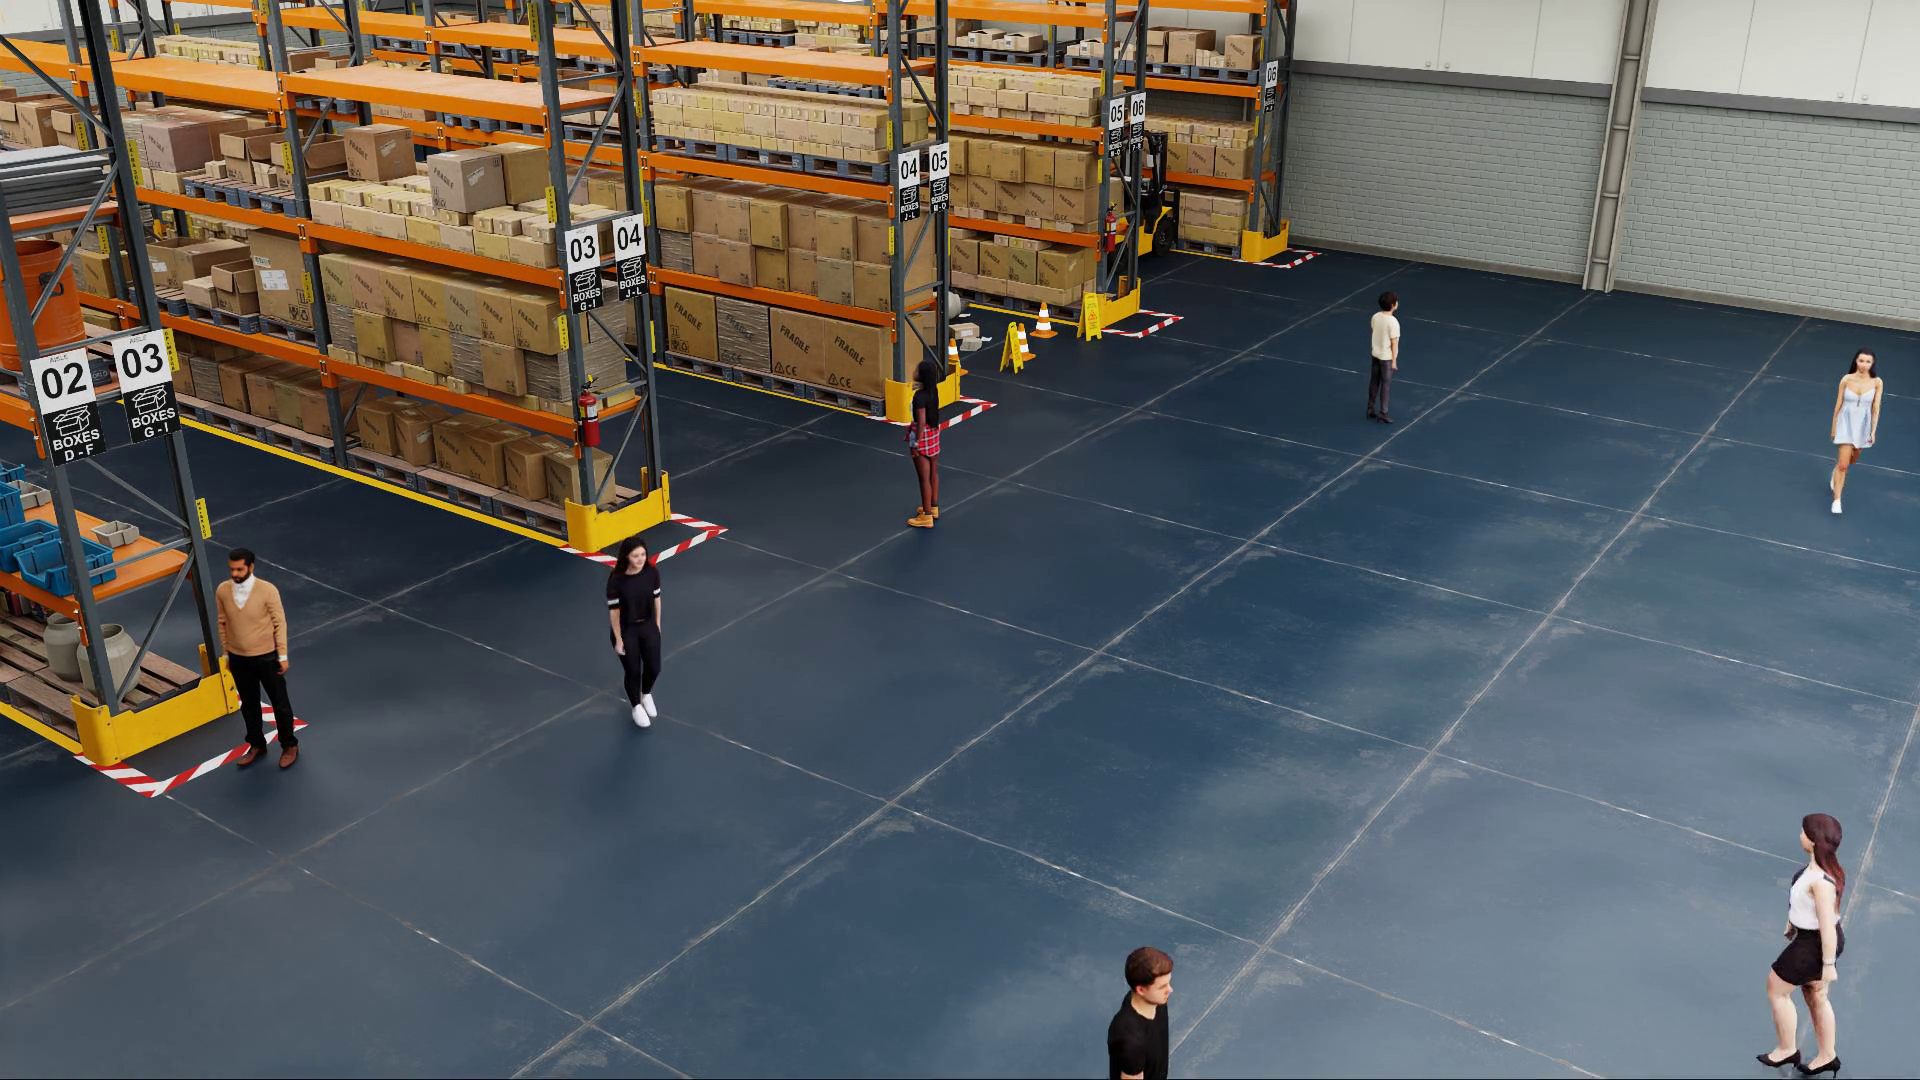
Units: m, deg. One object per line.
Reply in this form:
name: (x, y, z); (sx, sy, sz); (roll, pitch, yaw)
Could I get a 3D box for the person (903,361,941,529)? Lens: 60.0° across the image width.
person: (-0.352, -0.991, 16.901); (0.684, 1.726, 0.674); (7, 24, 17)

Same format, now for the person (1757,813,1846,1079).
person: (4.822, 2.317, 9.266); (0.700, 1.613, 0.597); (8, 24, 18)

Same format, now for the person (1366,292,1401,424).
person: (5.073, -2.191, 19.899); (0.717, 1.588, 0.574); (-12, 26, -26)

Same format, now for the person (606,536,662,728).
person: (-2.583, 0.684, 13.089); (0.703, 1.626, 0.722); (-13, 26, -27)

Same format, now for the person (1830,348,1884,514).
person: (9.334, -1.182, 17.383); (1.125, 1.700, 0.862); (7, 24, 16)

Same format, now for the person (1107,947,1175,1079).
person: (0.761, 2.718, 8.039); (1.059, 1.837, 0.808); (10, 25, 21)

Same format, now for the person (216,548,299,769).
person: (-5.289, 0.866, 12.499); (0.712, 1.753, 0.816); (1, 23, 3)
